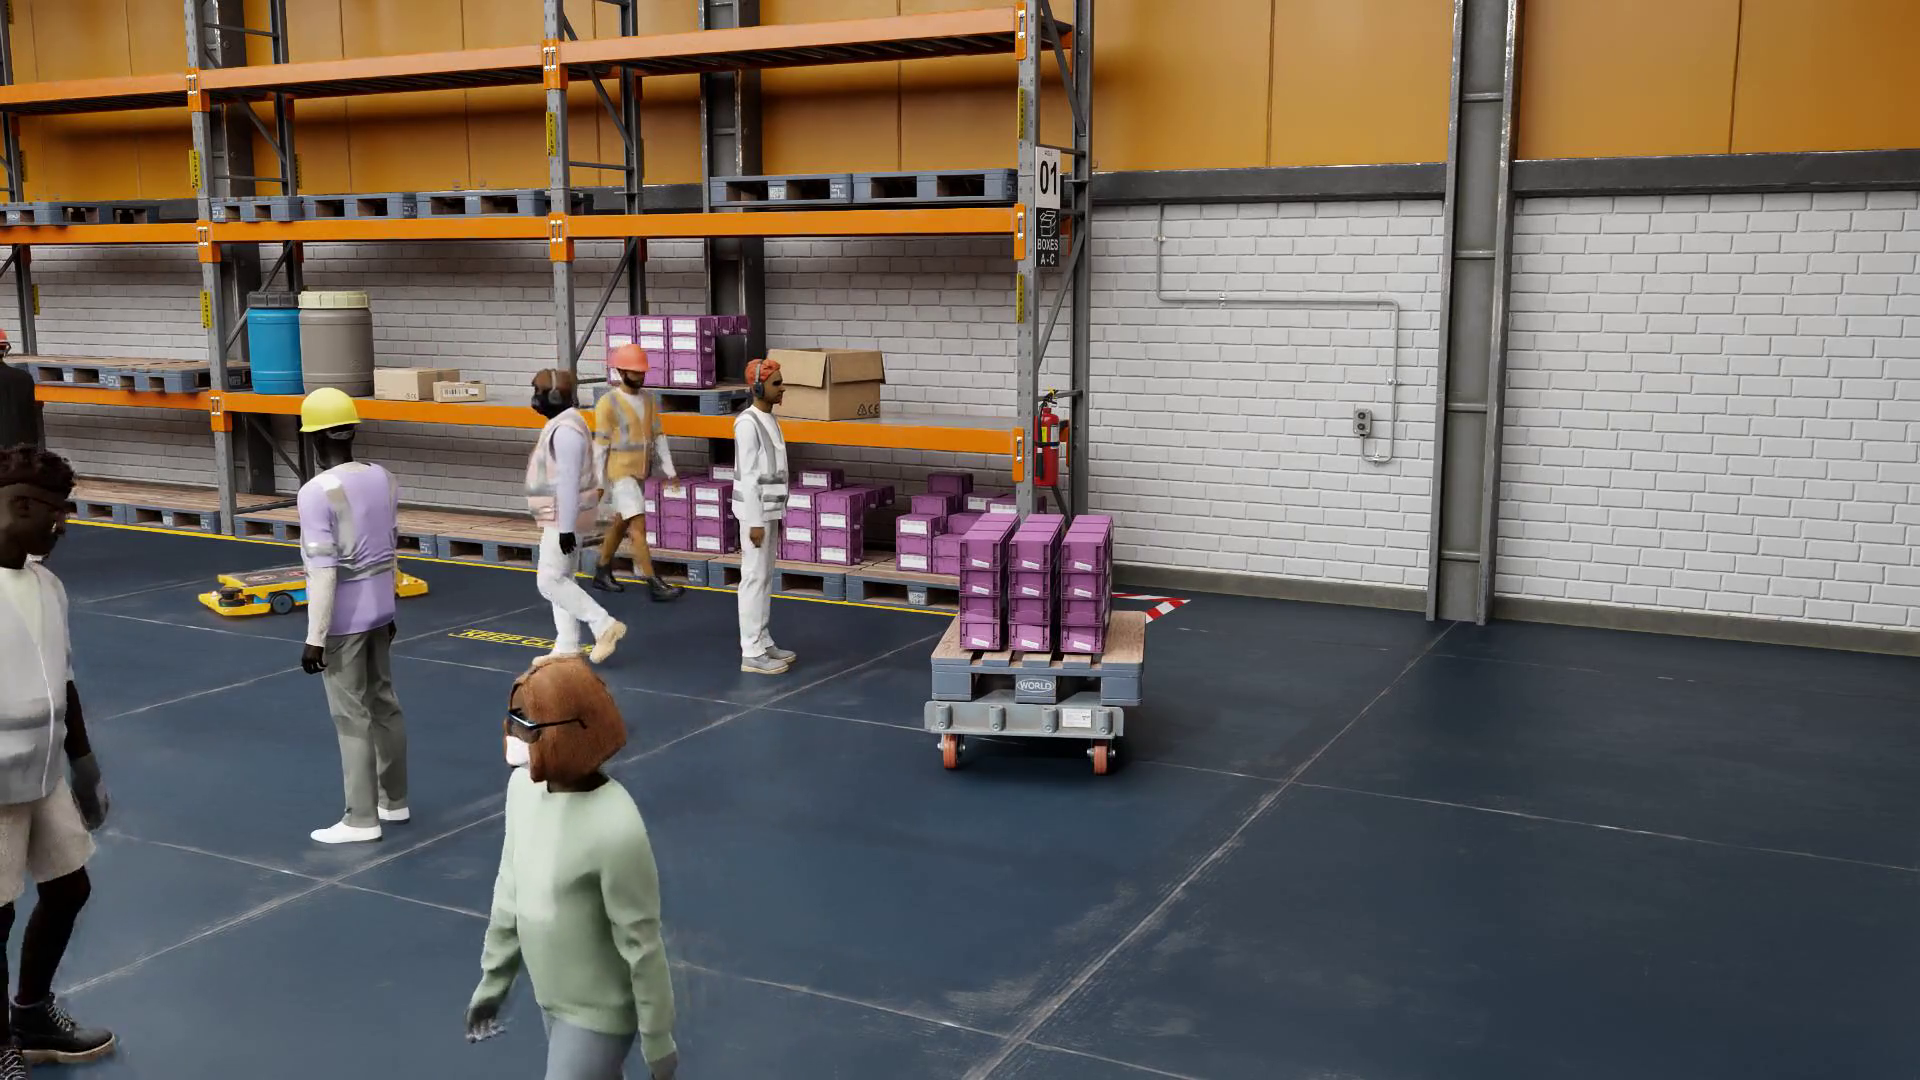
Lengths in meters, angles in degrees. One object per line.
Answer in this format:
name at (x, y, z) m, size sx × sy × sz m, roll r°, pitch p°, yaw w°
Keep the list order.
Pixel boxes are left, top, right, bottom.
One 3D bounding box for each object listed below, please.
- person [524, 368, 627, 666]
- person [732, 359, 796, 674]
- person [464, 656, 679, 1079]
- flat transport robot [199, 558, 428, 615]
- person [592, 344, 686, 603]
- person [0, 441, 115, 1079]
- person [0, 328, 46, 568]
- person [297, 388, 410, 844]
person at (-2.355, -0.112, 9.991) m, size 0.492 × 1.830 × 0.644 m, roll -3°, pitch 10°, yaw -16°
person at (-1.188, -0.147, 10.042) m, size 0.356 × 1.883 × 0.573 m, roll 1°, pitch 9°, yaw 7°
person at (-0.786, 1.022, 3.695) m, size 0.773 × 1.603 × 0.497 m, roll -7°, pitch 11°, yaw -36°
flat transport robot at (-4.686, 0.327, 12.077) m, size 1.431 × 0.197 × 0.652 m, roll -7°, pitch 12°, yaw -37°
person at (-2.421, -0.494, 12.215) m, size 0.991 × 1.888 × 0.553 m, roll 5°, pitch 10°, yaw 28°
person at (-2.746, 0.695, 4.750) m, size 0.409 × 1.929 × 0.661 m, roll 2°, pitch 9°, yaw 10°
person at (-7.528, -0.694, 13.071) m, size 0.396 × 1.992 × 0.623 m, roll 3°, pitch 10°, yaw 16°
person at (-2.586, 0.321, 7.022) m, size 0.373 × 1.922 × 0.593 m, roll 2°, pitch 9°, yaw 13°
